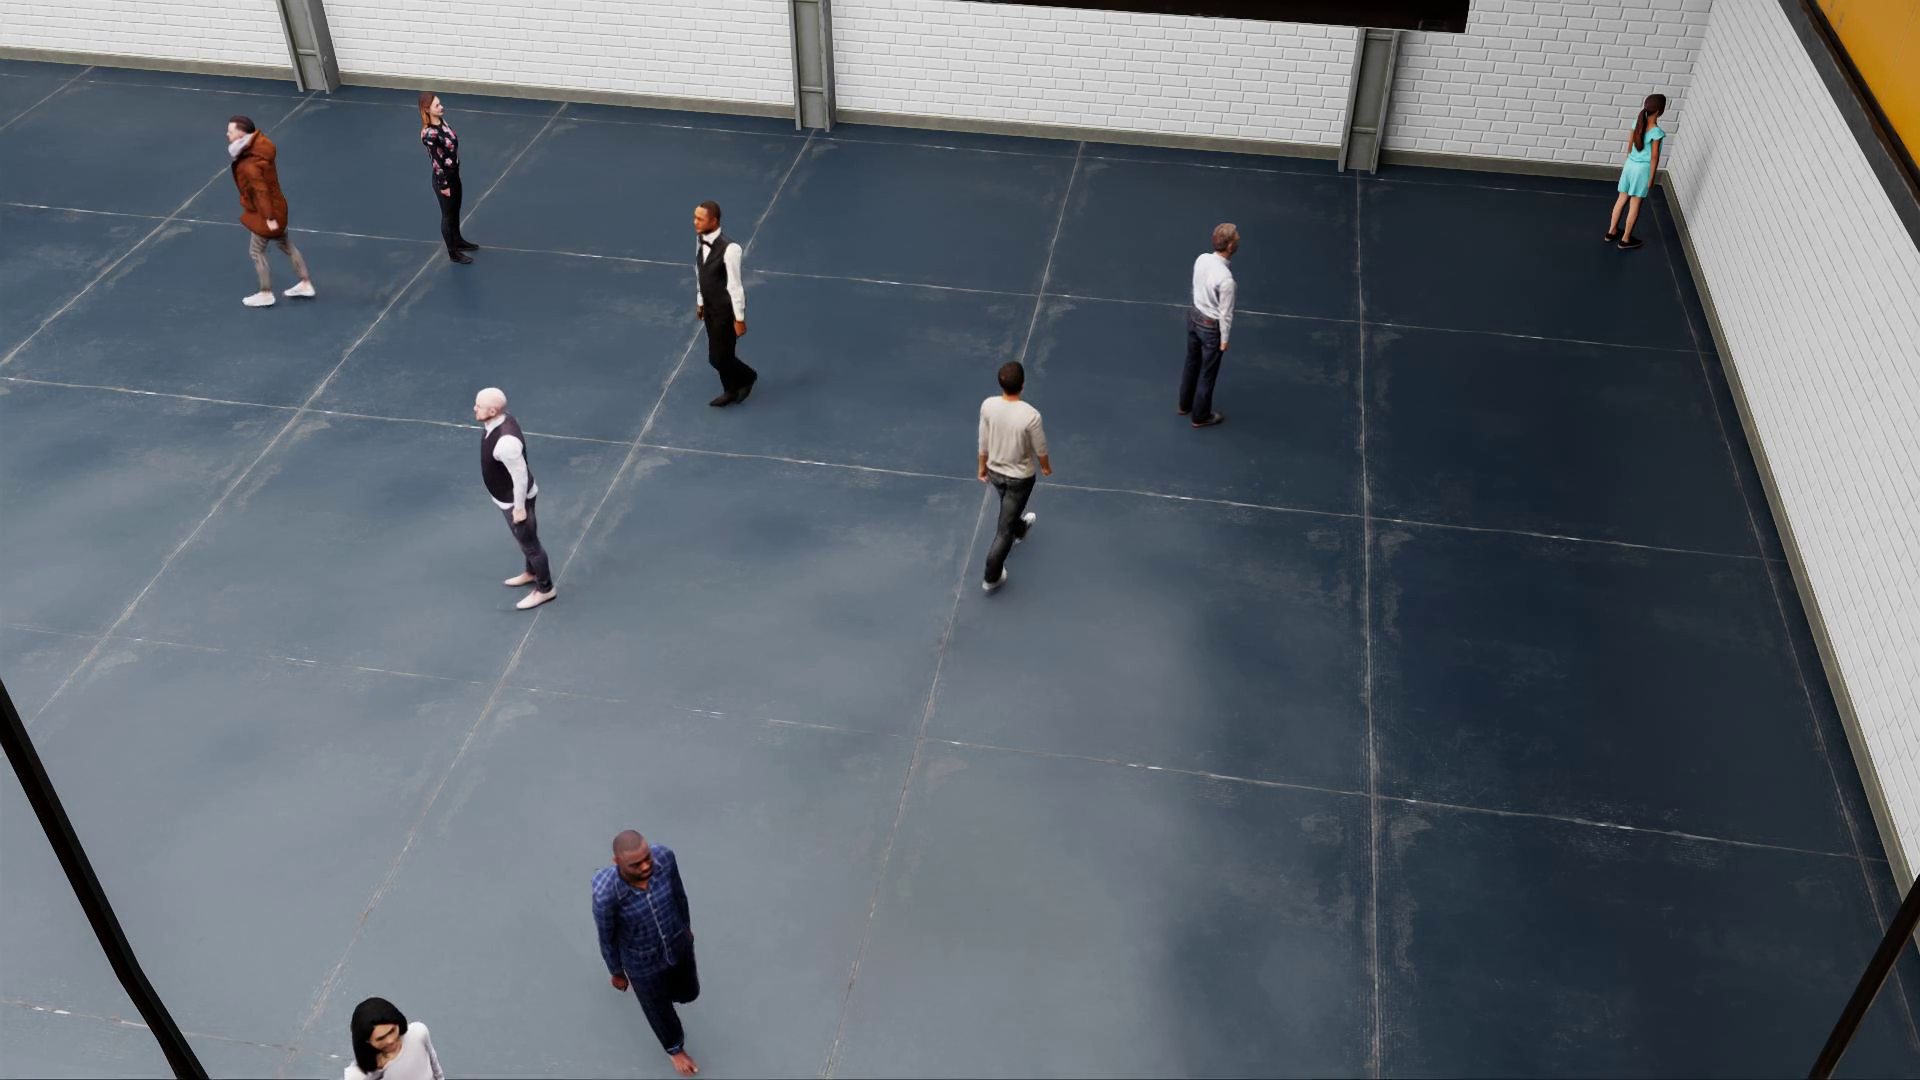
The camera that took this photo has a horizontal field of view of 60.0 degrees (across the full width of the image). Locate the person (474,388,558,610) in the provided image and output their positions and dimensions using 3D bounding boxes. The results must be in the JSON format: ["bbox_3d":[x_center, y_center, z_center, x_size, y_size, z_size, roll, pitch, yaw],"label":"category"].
[{"bbox_3d":[-3.170,-0.311,11.825,0.798,1.822,0.778,-17,42,-20],"label":"person"}]

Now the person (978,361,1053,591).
[{"bbox_3d":[0.331,-0.424,12.010,1.159,1.767,0.983,21,43,24],"label":"person"}]

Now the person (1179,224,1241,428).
[{"bbox_3d":[2.038,-1.777,13.664,0.768,1.817,0.734,-18,42,-21],"label":"person"}]

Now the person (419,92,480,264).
[{"bbox_3d":[-4.922,-3.479,15.902,0.542,1.684,0.603,1,39,2],"label":"person"}]

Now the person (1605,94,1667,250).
[{"bbox_3d":[6.591,-3.594,16.148,0.697,1.558,0.650,-17,42,-20],"label":"person"}]

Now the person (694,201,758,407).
[{"bbox_3d":[-1.900,-1.959,13.822,0.934,1.905,0.867,-27,46,-30],"label":"person"}]

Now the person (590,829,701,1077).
[{"bbox_3d":[-1.662,2.112,8.799,0.916,1.813,0.985,-29,47,-31],"label":"person"}]

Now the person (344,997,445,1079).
[{"bbox_3d":[-2.746,2.755,8.121,1.215,1.654,1.053,32,48,33],"label":"person"}]

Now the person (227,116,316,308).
[{"bbox_3d":[-6.243,-2.999,15.196,0.973,1.815,0.872,-5,39,-6],"label":"person"}]
